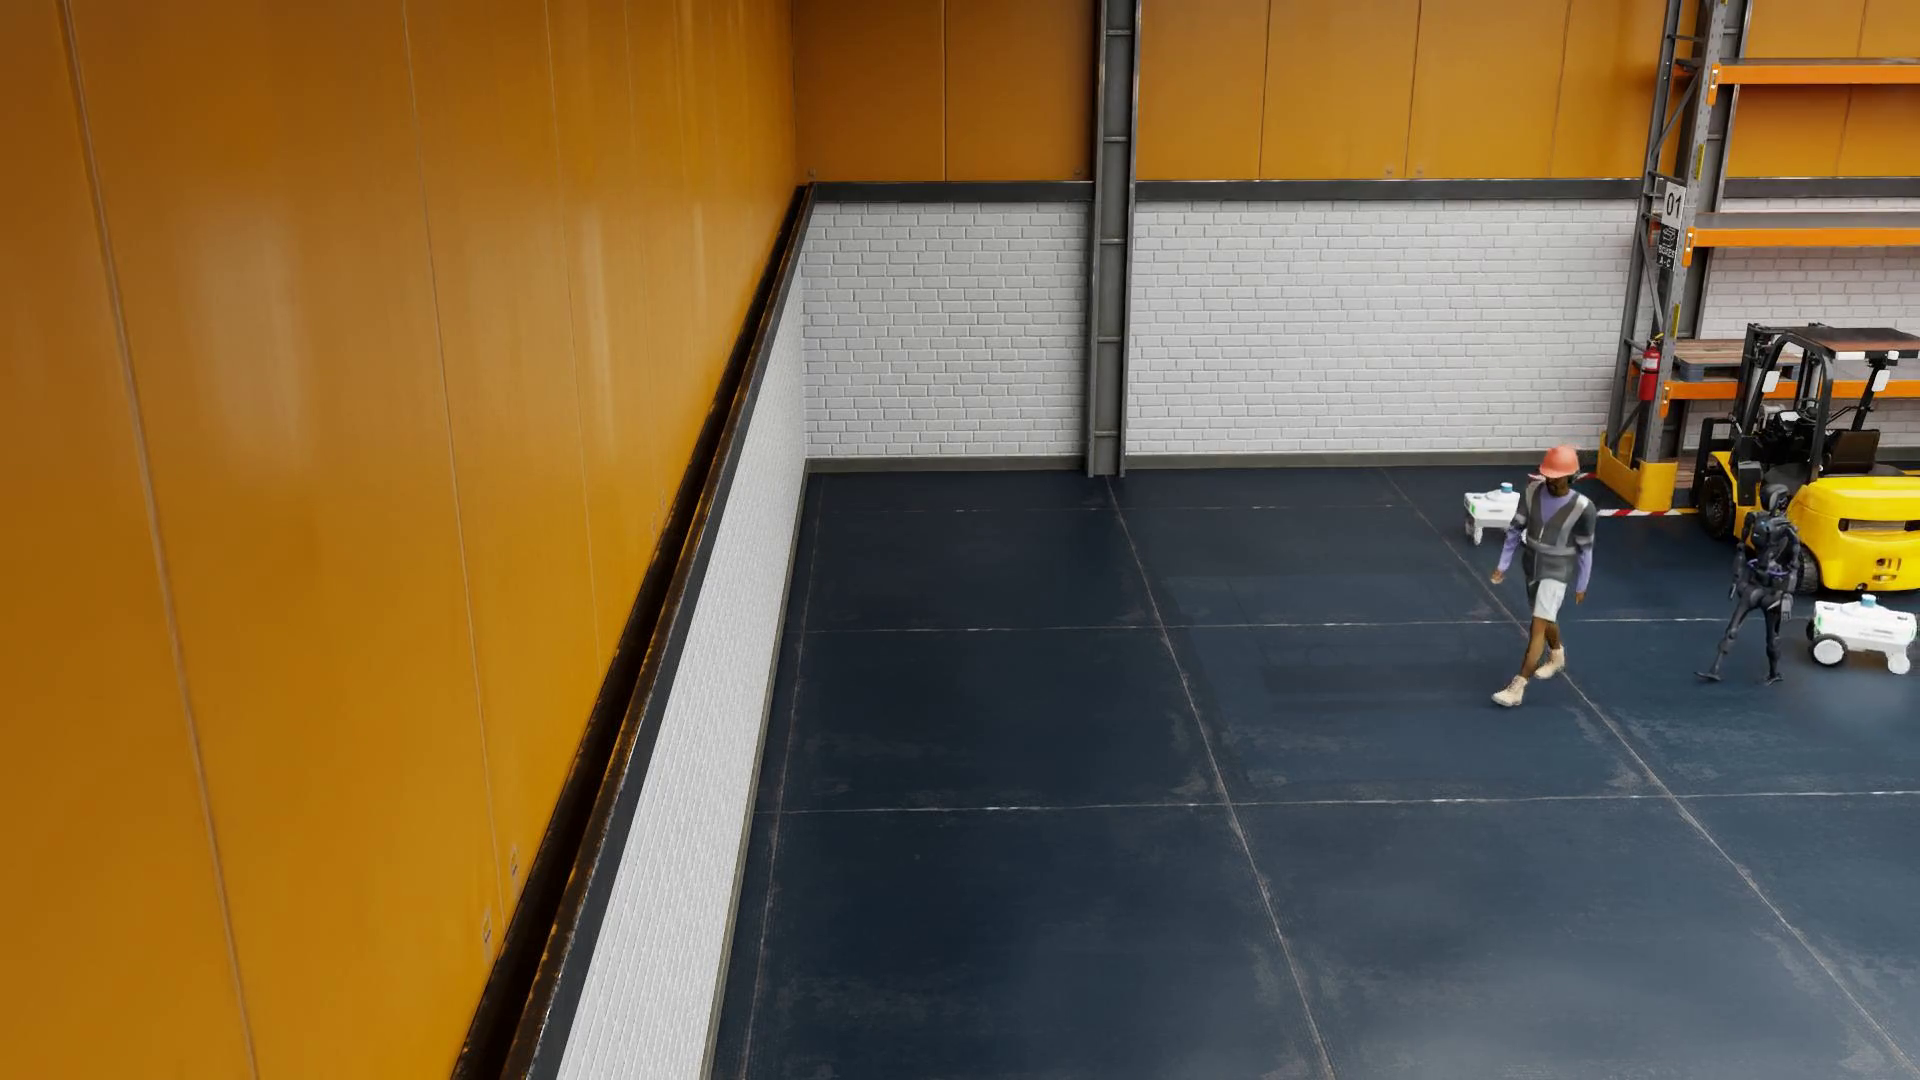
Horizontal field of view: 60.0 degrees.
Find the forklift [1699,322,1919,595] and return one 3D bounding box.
[{"bbox_3d":[7.809,-0.792,14.926,1.214,2.155,2.313,-1,20,-2],"label":"forklift"}]

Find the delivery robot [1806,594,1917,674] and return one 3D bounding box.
[{"bbox_3d":[7.124,0.726,13.183,0.792,0.603,0.499,8,22,22],"label":"delivery robot"}]

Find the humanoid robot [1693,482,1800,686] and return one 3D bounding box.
[{"bbox_3d":[6.056,0.363,12.580,0.704,1.632,0.600,-8,22,-22],"label":"humanoid robot"}]

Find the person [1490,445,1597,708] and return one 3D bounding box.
[{"bbox_3d":[4.387,0.228,12.468,1.069,1.987,0.625,-14,24,-32],"label":"person"}]

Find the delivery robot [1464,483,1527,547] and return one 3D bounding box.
[{"bbox_3d":[5.186,-0.252,15.804,0.752,0.582,0.502,2,20,4],"label":"delivery robot"}]
